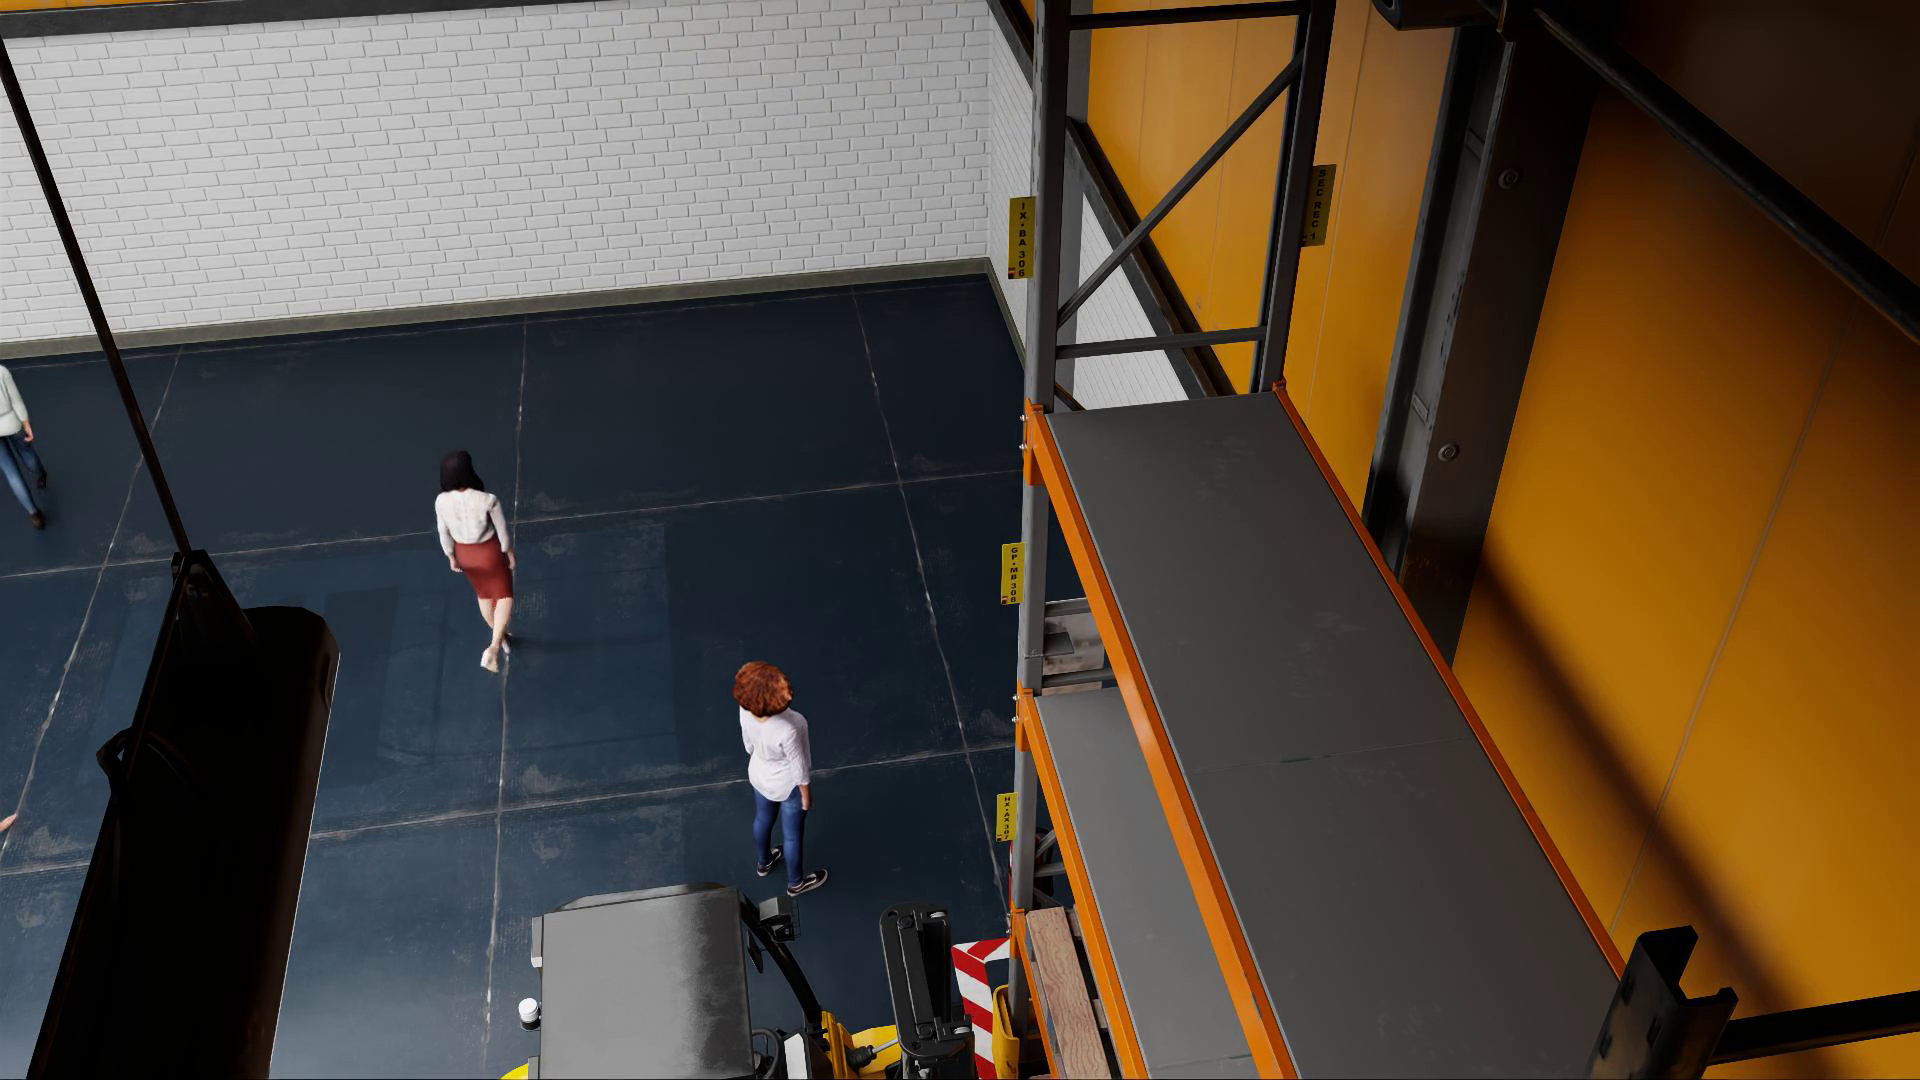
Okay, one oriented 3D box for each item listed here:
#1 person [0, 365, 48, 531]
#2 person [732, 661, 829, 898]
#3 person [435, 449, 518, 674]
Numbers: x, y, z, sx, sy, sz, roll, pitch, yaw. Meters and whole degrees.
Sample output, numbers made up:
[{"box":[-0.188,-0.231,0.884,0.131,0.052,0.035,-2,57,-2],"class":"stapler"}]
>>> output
[{"box":[-7.107,-0.793,12.334,0.825,1.619,1.055,-22,44,-25],"class":"person"},{"box":[-1.060,1.361,9.561,0.739,1.713,0.812,29,47,31],"class":"person"},{"box":[-3.170,0.189,11.011,0.708,1.737,0.927,1,39,1],"class":"person"}]
